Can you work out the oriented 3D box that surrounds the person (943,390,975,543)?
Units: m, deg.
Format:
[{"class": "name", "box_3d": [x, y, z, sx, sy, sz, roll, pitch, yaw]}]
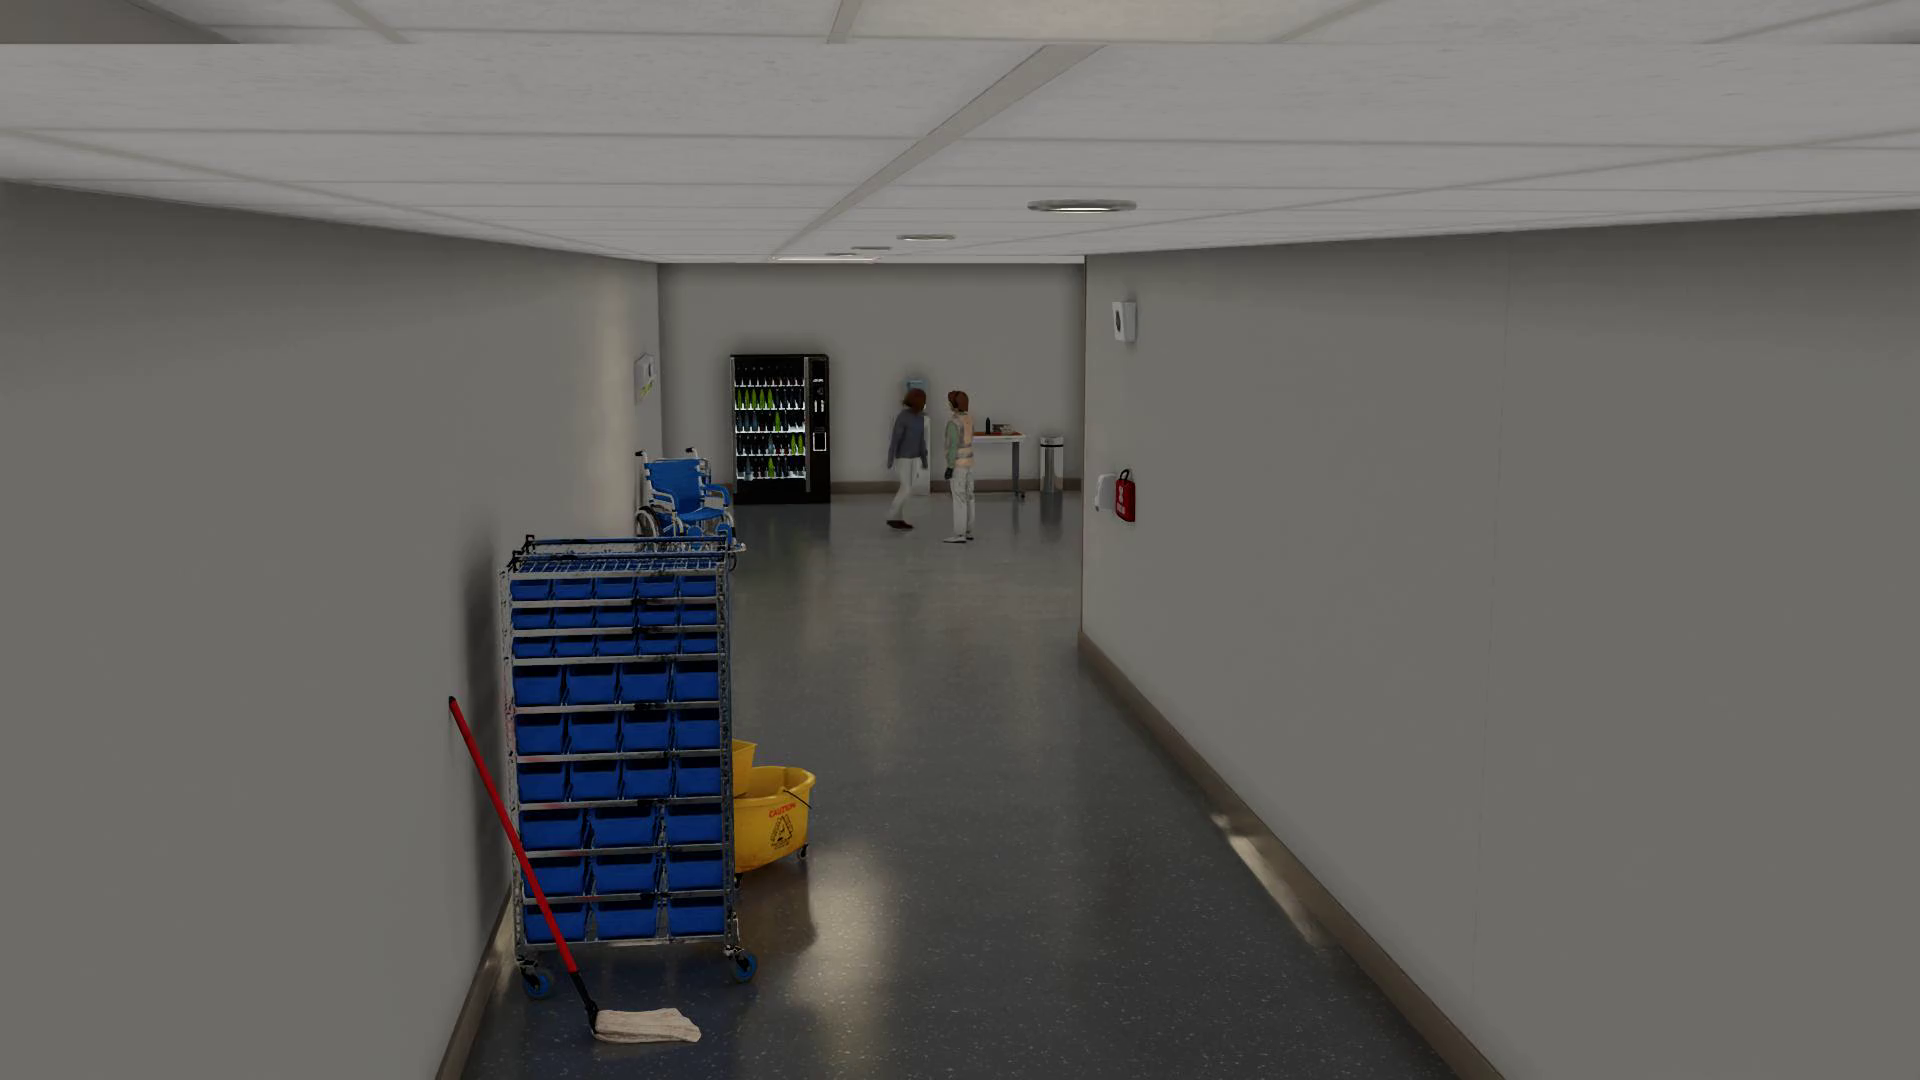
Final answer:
[{"class": "person", "box_3d": [-0.004, -0.789, 17.885, 0.311, 1.642, 0.513, 4, 10, 24]}]

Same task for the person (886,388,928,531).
[{"class": "person", "box_3d": [-0.586, -0.910, 18.732, 0.436, 1.600, 0.528, 5, 10, 27]}]
